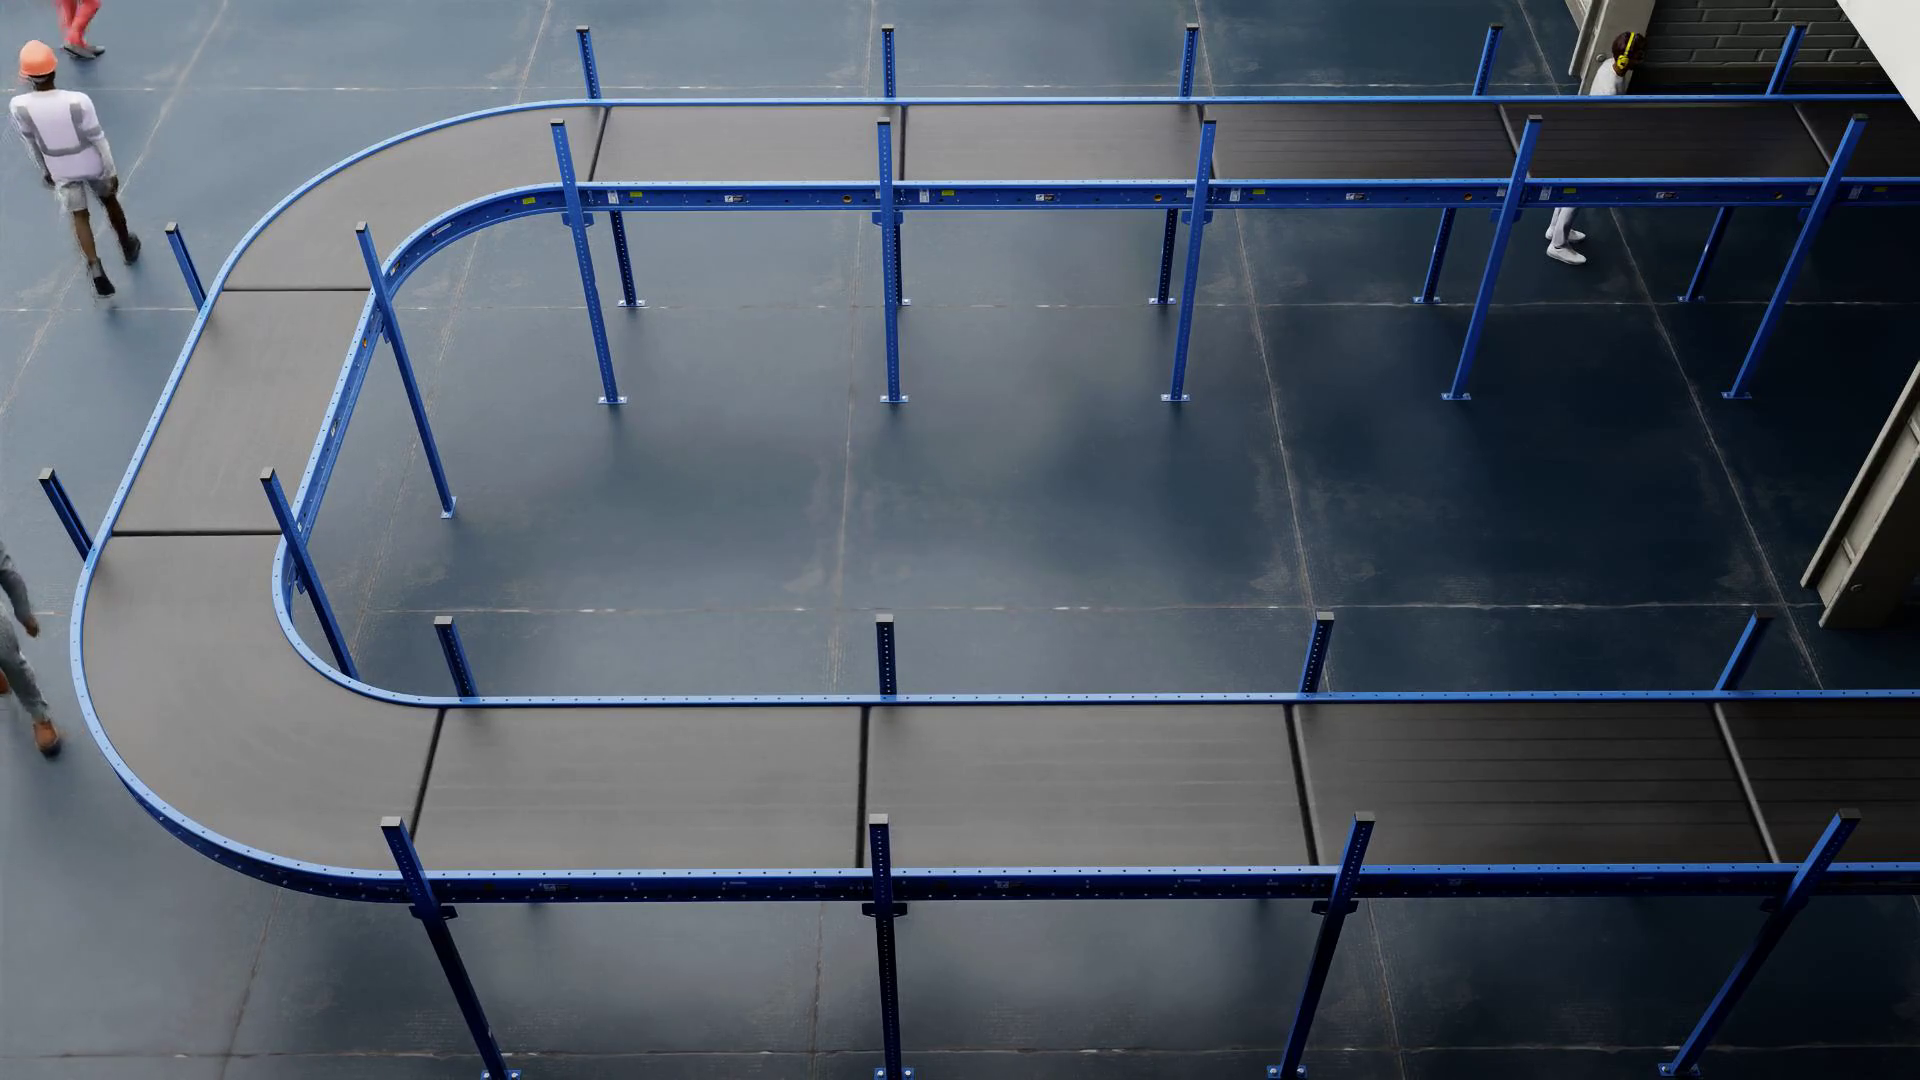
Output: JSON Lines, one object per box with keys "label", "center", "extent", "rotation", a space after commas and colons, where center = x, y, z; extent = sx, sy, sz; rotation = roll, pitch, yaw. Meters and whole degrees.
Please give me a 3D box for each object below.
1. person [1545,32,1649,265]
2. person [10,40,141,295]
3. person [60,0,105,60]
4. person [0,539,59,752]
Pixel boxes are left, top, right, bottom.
{"label": "person", "center": [4.718, -2.919, 12.731], "extent": [0.313, 1.860, 0.538], "rotation": [10, 48, 10]}
{"label": "person", "center": [-6.420, -2.694, 12.489], "extent": [0.548, 1.912, 0.814], "rotation": [-13, 48, -12]}
{"label": "person", "center": [-7.667, -4.900, 14.647], "extent": [0.431, 1.749, 0.568], "rotation": [-26, 52, -22]}
{"label": "person", "center": [-5.555, 0.372, 9.619], "extent": [0.674, 1.919, 0.814], "rotation": [-21, 51, -19]}
